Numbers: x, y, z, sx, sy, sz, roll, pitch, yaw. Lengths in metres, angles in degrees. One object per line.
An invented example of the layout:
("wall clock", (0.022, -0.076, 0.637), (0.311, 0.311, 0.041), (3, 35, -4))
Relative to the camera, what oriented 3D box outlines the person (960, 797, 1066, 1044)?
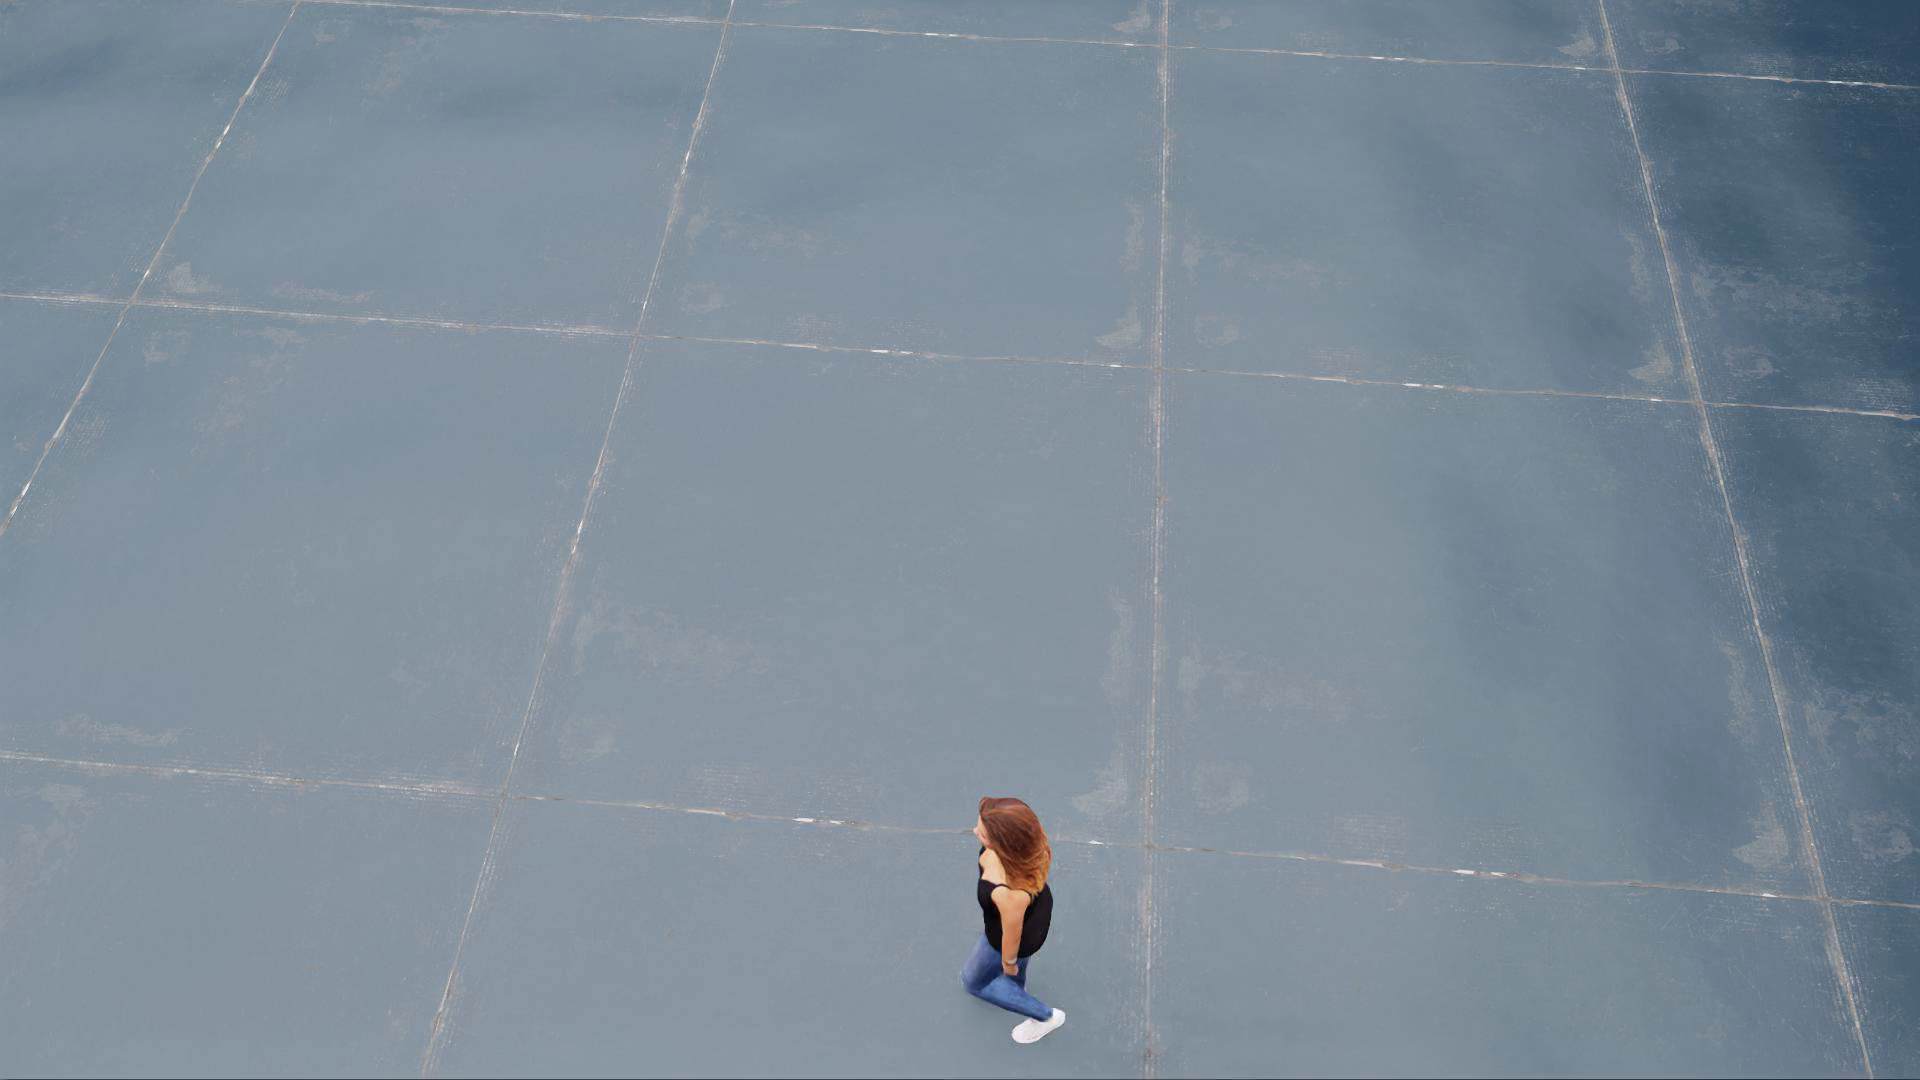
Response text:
("person", (0.278, 1.464, 6.419), (0.646, 1.709, 0.585), (6, 52, 5))
